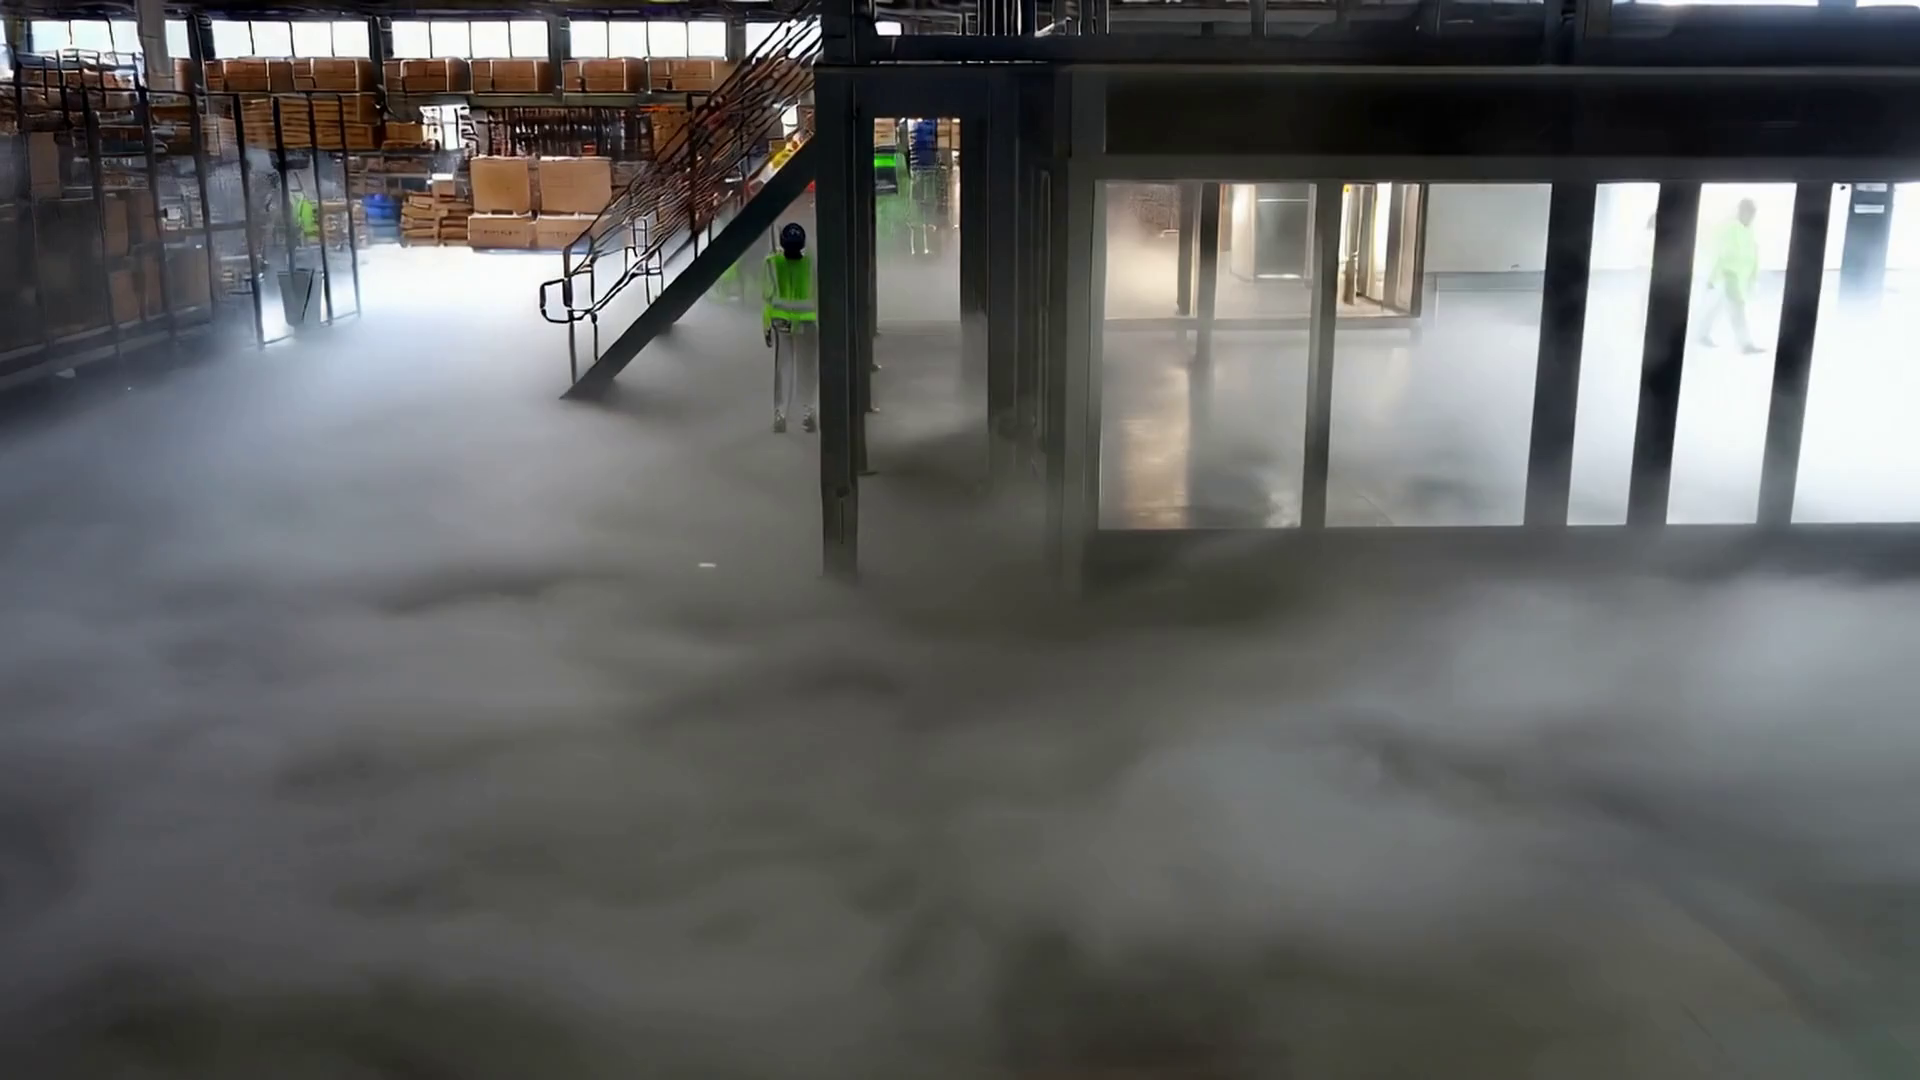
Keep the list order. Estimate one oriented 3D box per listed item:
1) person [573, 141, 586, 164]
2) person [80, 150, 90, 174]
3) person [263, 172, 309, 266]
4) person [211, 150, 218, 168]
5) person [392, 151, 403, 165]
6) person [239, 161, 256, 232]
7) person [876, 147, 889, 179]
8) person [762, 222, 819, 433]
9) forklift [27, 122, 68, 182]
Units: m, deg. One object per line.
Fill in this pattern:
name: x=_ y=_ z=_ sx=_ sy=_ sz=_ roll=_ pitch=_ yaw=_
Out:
person: x=-18.075 y=-17.992 z=79.163 sx=0.624 sy=1.933 sz=0.596 roll=-1 pitch=14 yaw=-4
person: x=-35.911 y=-15.201 z=68.532 sx=0.550 sy=1.680 sz=0.540 roll=-8 pitch=16 yaw=-30
person: x=-13.336 y=-6.270 z=32.550 sx=0.963 sy=1.822 sz=0.541 roll=3 pitch=14 yaw=13
person: x=-29.710 y=-14.665 z=66.321 sx=0.911 sy=1.703 sz=0.606 roll=-1 pitch=14 yaw=-5
person: x=-28.022 y=-18.847 z=82.783 sx=0.589 sy=1.834 sz=0.403 roll=3 pitch=14 yaw=12
person: x=-16.046 y=-7.583 z=37.493 sx=0.362 sy=1.963 sz=0.614 roll=-7 pitch=15 yaw=-24
person: x=-3.976 y=-19.204 z=84.242 sx=0.854 sy=1.808 sz=0.602 roll=-2 pitch=14 yaw=-9
person: x=-1.486 y=-1.901 z=14.947 sx=0.572 sy=1.887 sz=0.356 roll=0 pitch=14 yaw=-2
forklift: x=-35.376 y=-14.773 z=64.377 sx=1.129 sy=2.768 sz=1.873 roll=-1 pitch=14 yaw=-2
